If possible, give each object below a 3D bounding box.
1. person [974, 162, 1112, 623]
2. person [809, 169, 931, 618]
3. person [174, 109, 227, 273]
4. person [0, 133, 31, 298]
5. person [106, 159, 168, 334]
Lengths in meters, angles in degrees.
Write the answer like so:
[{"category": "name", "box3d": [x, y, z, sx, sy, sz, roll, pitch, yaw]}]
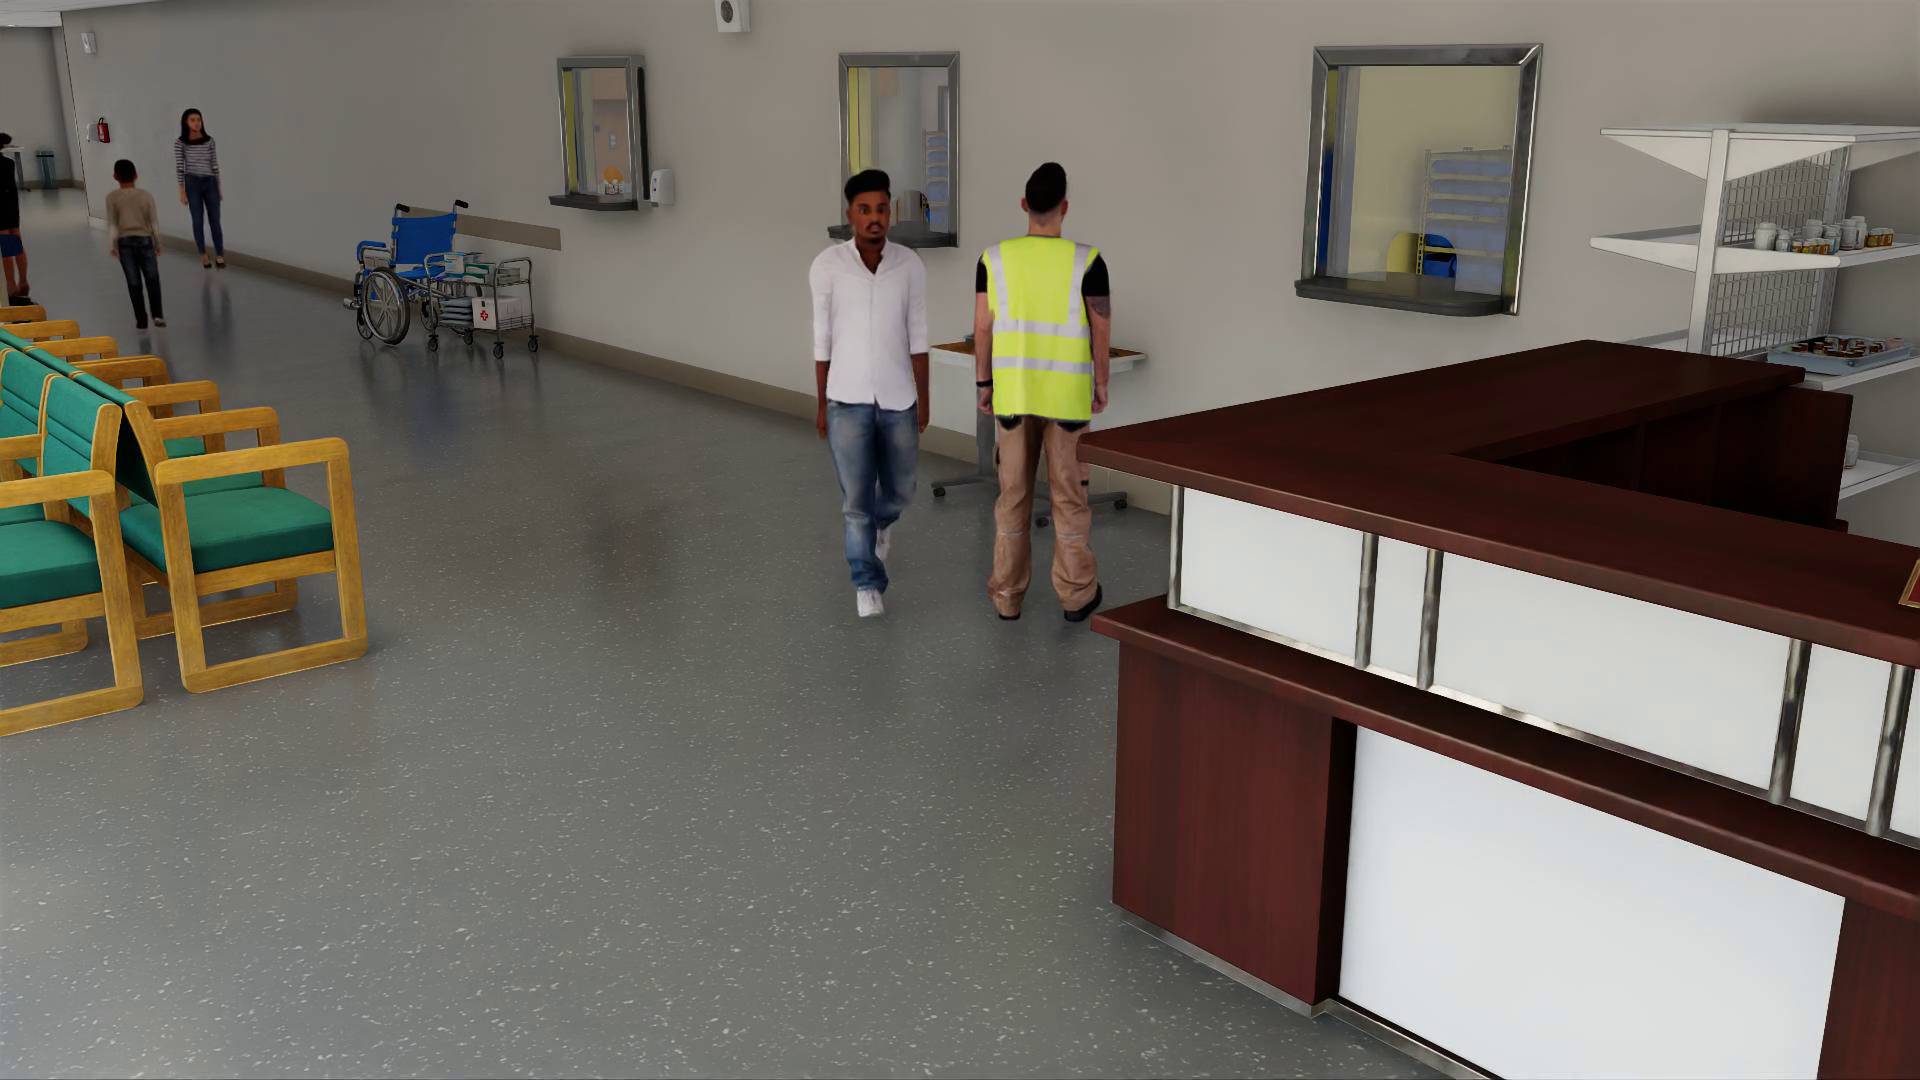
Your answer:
[{"category": "person", "box3d": [0.333, -0.579, 6.676, 0.854, 1.846, 0.907, 3, 16, 9]}, {"category": "person", "box3d": [-0.372, -0.618, 6.909, 1.079, 1.795, 1.020, -3, 16, -9]}, {"category": "person", "box3d": [-8.362, -3.791, 18.277, 1.101, 1.734, 0.726, -11, 19, -34]}, {"category": "person", "box3d": [-9.270, -3.137, 16.130, 0.763, 1.639, 0.703, 1, 16, 4]}, {"category": "person", "box3d": [-7.026, -2.491, 14.180, 0.476, 1.454, 0.623, -10, 19, -32]}]
